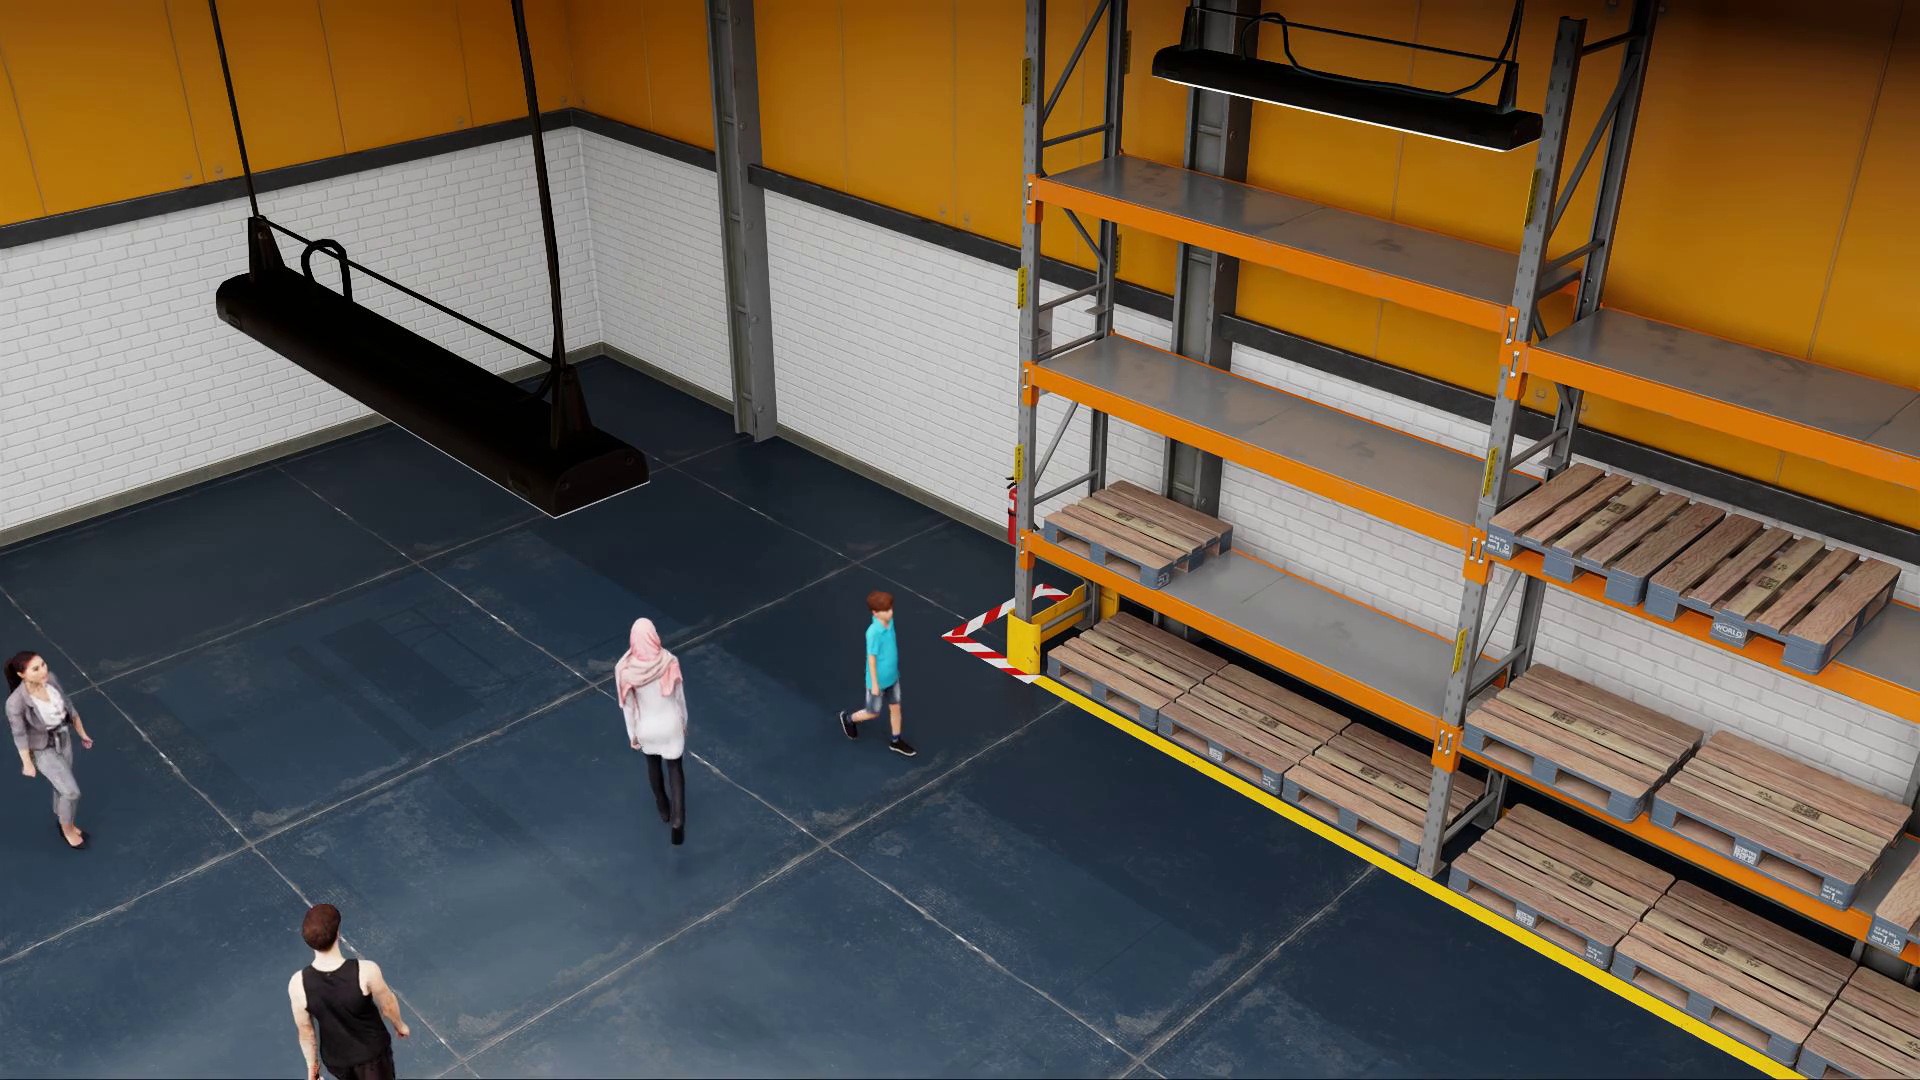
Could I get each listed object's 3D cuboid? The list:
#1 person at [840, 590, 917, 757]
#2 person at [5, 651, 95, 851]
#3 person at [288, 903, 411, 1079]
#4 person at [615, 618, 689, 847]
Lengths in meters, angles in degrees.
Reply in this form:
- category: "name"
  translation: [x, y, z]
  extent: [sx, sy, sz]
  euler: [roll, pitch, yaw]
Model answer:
- category: "person"
  translation: [-0.667, 1.028, 13.011]
  extent: [0.917, 1.436, 0.637]
  euler: [17, 33, 28]
- category: "person"
  translation: [-6.599, 1.489, 11.930]
  extent: [0.788, 1.661, 0.746]
  euler: [5, 29, 9]
- category: "person"
  translation: [-3.342, 2.878, 9.186]
  extent: [1.146, 1.850, 1.278]
  euler: [-3, 29, -6]
- category: "person"
  translation: [-2.168, 1.404, 11.956]
  extent: [0.963, 1.786, 1.118]
  euler: [-6, 29, -10]
